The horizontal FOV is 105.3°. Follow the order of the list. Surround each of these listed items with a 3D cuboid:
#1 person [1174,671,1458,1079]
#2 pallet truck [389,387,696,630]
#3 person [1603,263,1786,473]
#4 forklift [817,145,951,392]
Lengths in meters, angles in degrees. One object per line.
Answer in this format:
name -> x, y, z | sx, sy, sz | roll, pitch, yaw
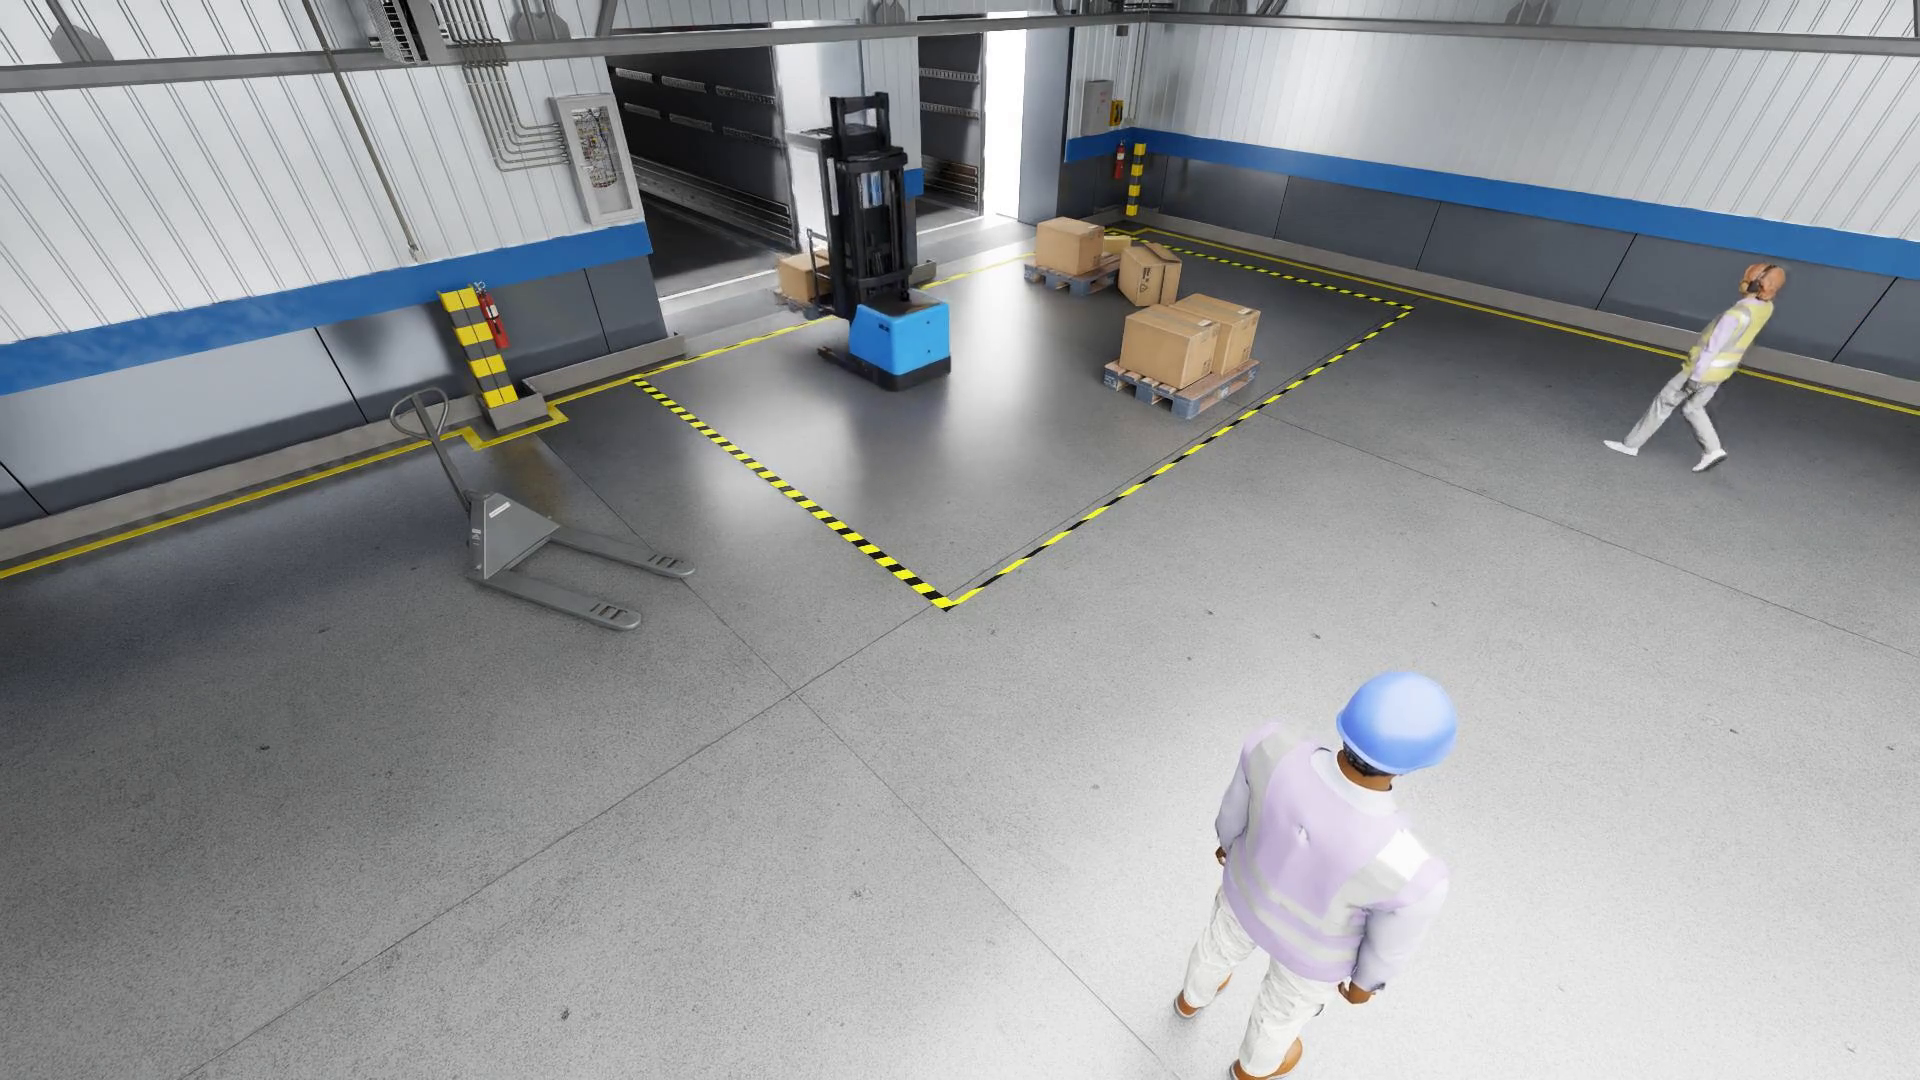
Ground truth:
person -> 1.025, 1.114, 2.252 | 0.386, 1.949, 0.603 | -20, 42, -24
pallet truck -> -2.613, -0.247, 4.593 | 1.601, 1.201, 0.680 | 14, 40, 17
person -> 5.759, -1.272, 5.610 | 0.517, 1.613, 0.741 | -13, 40, -17
forklift -> -0.633, -2.505, 6.859 | 0.716, 2.013, 0.776 | -30, 47, -33
